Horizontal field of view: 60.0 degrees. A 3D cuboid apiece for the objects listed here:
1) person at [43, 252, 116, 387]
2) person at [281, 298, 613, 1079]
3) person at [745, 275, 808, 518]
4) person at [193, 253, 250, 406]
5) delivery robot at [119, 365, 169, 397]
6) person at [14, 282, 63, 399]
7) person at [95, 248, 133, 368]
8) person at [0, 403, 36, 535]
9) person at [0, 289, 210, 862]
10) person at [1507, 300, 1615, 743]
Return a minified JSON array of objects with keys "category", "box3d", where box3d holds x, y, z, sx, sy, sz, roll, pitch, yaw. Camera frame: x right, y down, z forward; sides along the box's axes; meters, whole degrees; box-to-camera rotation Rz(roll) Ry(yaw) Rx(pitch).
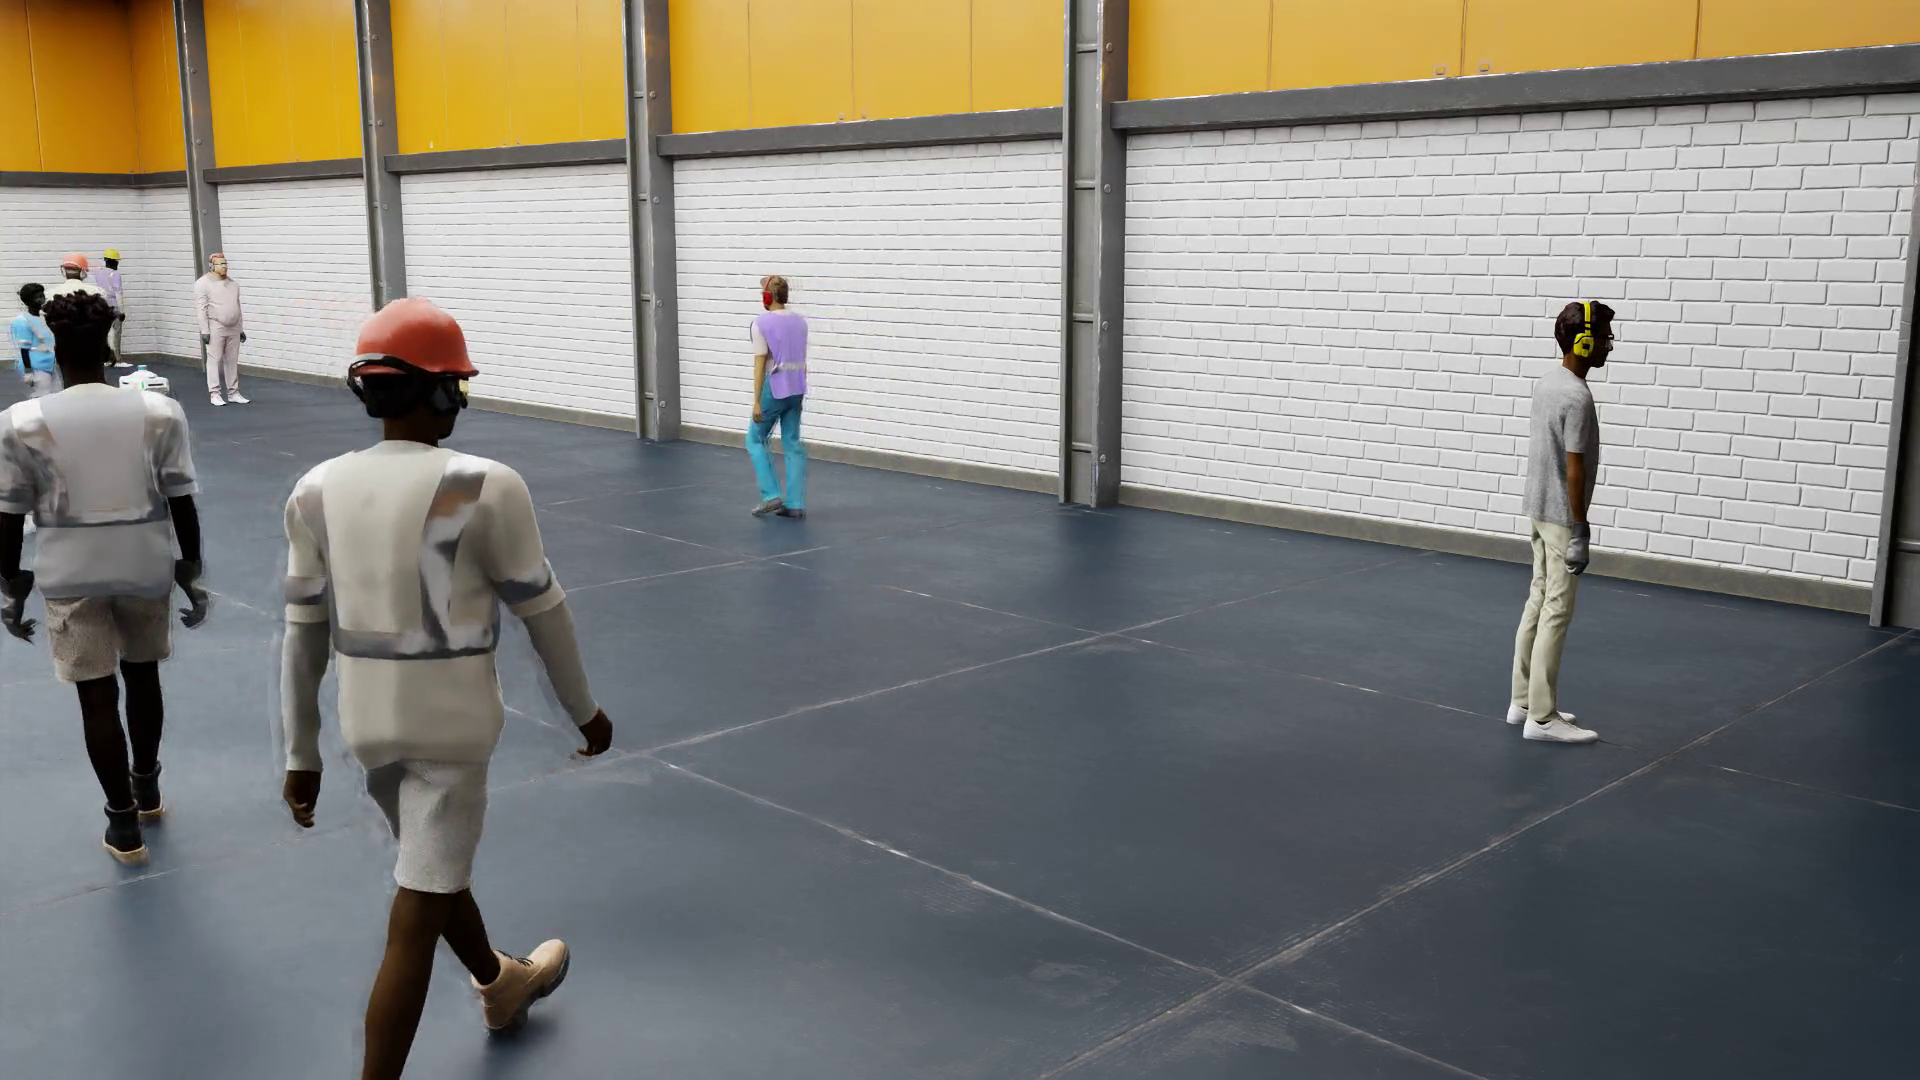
[{"category":"person","box3d":[-8.985,-1.944,16.944,0.688,1.963,0.633,-5,12,-26]},{"category":"person","box3d":[-1.241,0.427,3.970,0.619,1.976,1.078,4,11,21]},{"category":"person","box3d":[-1.400,-1.076,12.573,0.551,1.825,0.606,9,13,39]},{"category":"person","box3d":[-9.296,-2.656,20.994,0.409,1.909,0.641,5,12,26]},{"category":"delivery robot","box3d":[-9.890,-1.872,20.152,0.707,0.478,0.477,9,14,41]},{"category":"person","box3d":[-8.970,-1.652,16.125,0.480,1.679,0.543,0,10,-1]},{"category":"person","box3d":[-13.710,-3.750,26.933,0.585,1.919,0.388,6,12,30]},{"category":"person","box3d":[-6.822,-0.761,11.537,0.518,1.583,0.885,8,13,38]},{"category":"person","box3d":[-3.020,0.108,5.814,0.634,1.938,0.790,-8,13,-38]},{"category":"person","box3d":[2.550,-0.071,7.041,0.319,1.861,0.511,0,10,1]}]
